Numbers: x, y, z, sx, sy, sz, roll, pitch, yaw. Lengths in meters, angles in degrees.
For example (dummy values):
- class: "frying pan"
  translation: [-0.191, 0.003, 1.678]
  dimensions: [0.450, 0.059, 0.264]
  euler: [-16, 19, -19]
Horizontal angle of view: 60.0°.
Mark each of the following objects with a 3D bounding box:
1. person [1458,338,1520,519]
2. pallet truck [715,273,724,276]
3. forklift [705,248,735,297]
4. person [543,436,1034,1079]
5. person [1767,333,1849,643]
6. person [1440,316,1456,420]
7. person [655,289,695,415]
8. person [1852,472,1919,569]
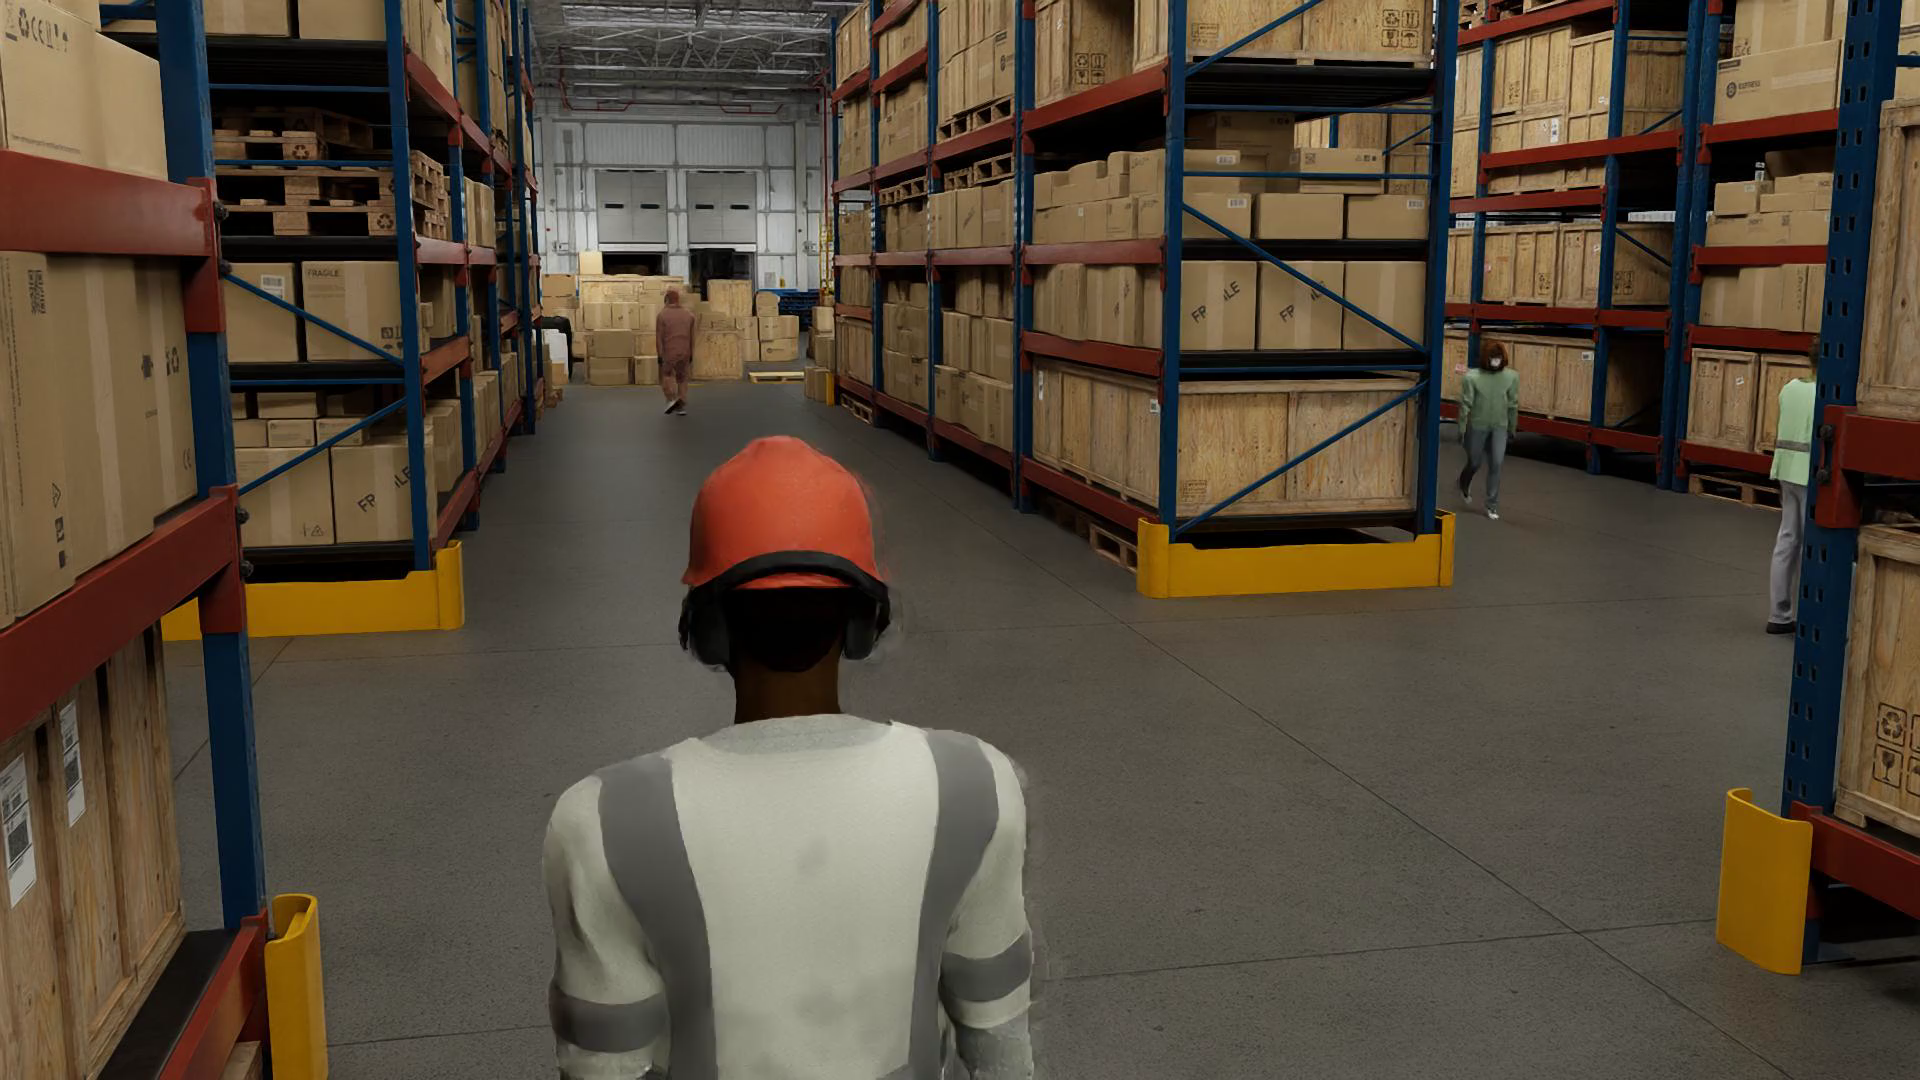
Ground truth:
- class: "person"
  translation: [4.692, -1.012, 14.865]
  dimensions: [0.525, 1.601, 0.626]
  euler: [0, 9, 2]
- class: "pallet truck"
  translation: [-8.580, -8.986, 62.280]
  dimensions: [1.885, 1.965, 0.823]
  euler: [1, 9, 5]
- class: "forklift"
  translation: [-7.585, -7.872, 52.804]
  dimensions: [1.129, 2.768, 1.873]
  euler: [-7, 12, -38]
- class: "person"
  translation: [-0.177, 0.887, 2.070]
  dimensions: [0.614, 2.018, 0.804]
  euler: [-3, 10, -18]
- class: "person"
  translation: [5.043, -0.314, 9.884]
  dimensions: [0.390, 1.846, 0.564]
  euler: [-2, 9, -10]
- class: "person"
  translation: [6.928, -2.489, 23.778]
  dimensions: [0.315, 1.636, 0.515]
  euler: [-2, 9, -10]
- class: "person"
  translation: [-4.279, -2.802, 24.912]
  dimensions: [0.657, 1.893, 0.415]
  euler: [-6, 11, -33]
- class: "person"
  translation: [6.886, -0.674, 12.030]
  dimensions: [0.945, 1.875, 0.602]
  euler: [1, 9, 8]
